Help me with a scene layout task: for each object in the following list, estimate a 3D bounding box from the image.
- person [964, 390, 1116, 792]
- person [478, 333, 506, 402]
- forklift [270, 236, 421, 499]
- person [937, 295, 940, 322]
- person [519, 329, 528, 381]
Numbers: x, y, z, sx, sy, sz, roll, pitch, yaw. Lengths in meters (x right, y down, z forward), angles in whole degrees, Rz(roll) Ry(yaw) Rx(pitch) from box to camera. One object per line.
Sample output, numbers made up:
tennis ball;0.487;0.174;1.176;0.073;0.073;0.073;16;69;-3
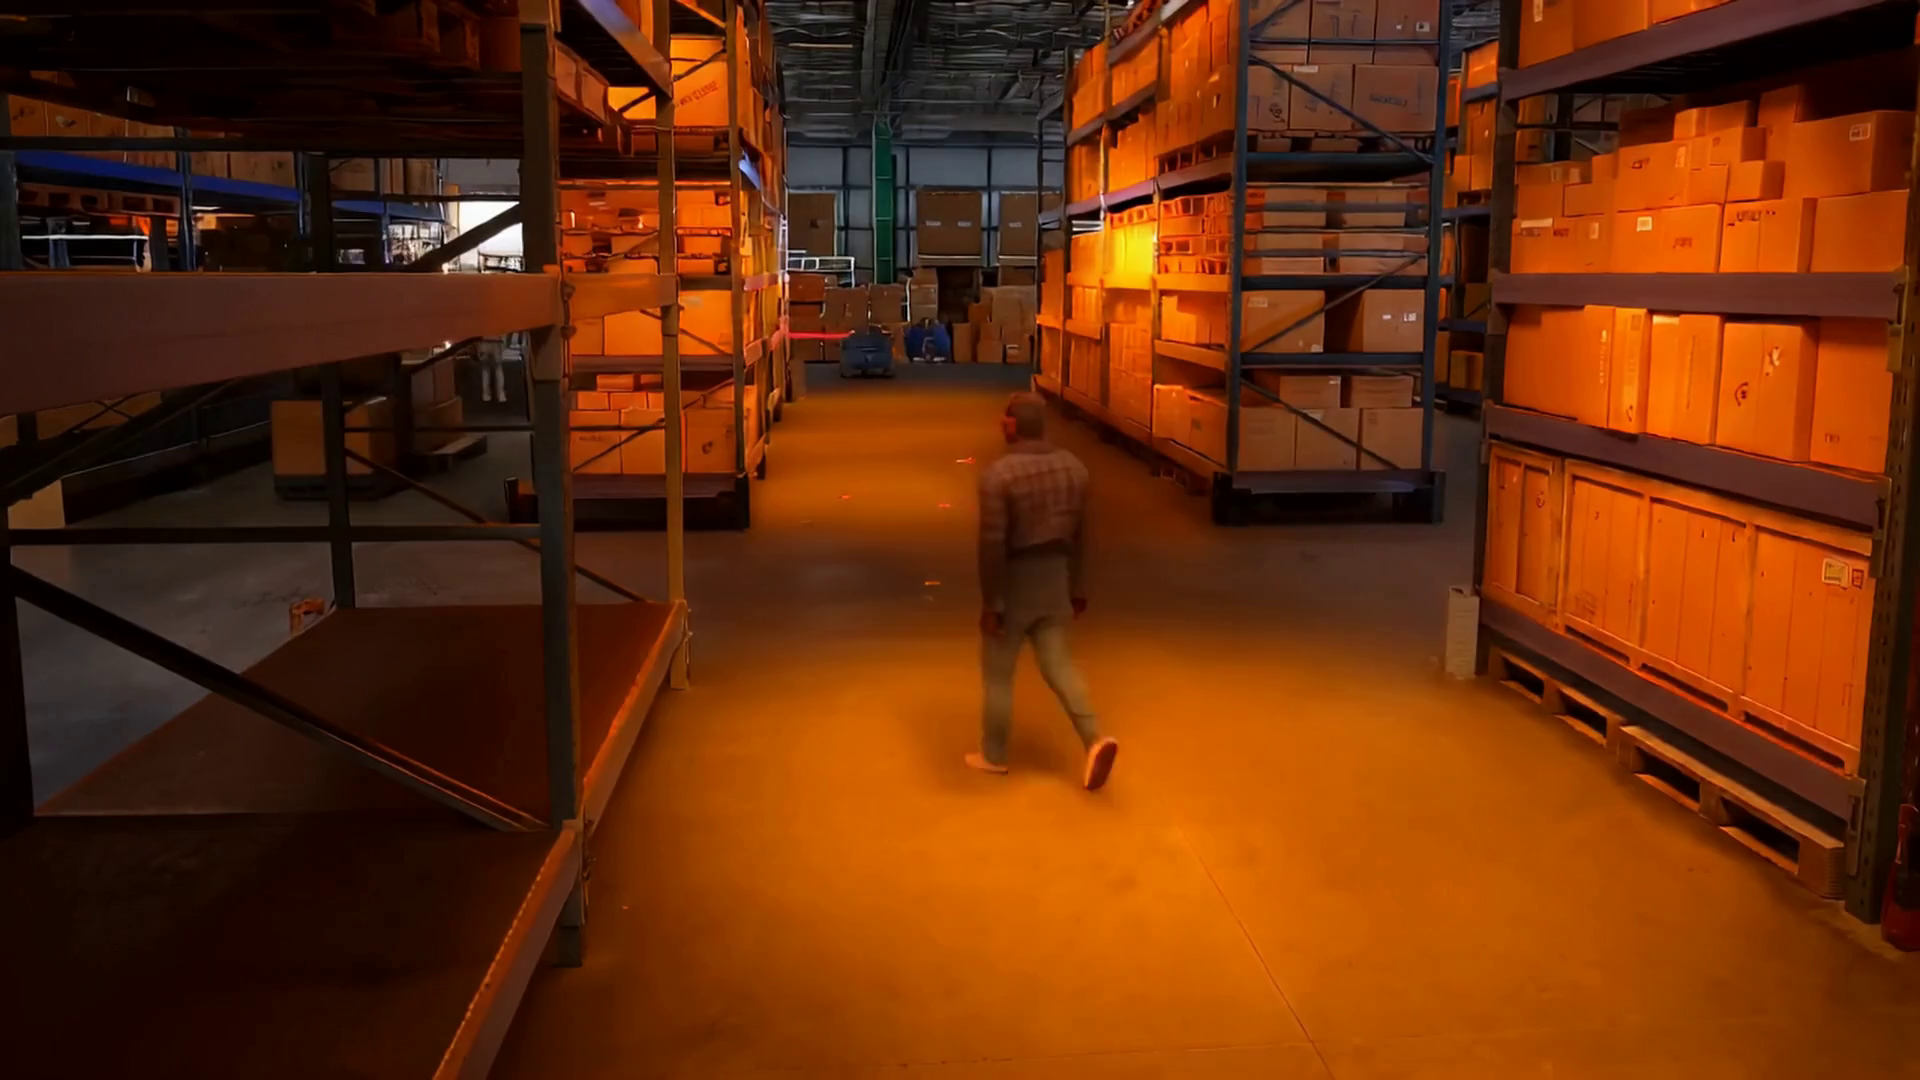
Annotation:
person;0.368;0.239;7.781;0.653;1.881;0.853;-6;11;-35
person;-8.924;-3.568;31.680;0.563;1.891;1.018;-5;10;-29
forklift;-6.758;-1.918;18.176;1.129;2.768;1.873;-1;9;-4
person;-1.047;-9.372;68.654;0.520;1.713;0.440;-8;12;-40
person;-9.806;-4.443;37.793;0.391;1.684;0.541;4;10;21
